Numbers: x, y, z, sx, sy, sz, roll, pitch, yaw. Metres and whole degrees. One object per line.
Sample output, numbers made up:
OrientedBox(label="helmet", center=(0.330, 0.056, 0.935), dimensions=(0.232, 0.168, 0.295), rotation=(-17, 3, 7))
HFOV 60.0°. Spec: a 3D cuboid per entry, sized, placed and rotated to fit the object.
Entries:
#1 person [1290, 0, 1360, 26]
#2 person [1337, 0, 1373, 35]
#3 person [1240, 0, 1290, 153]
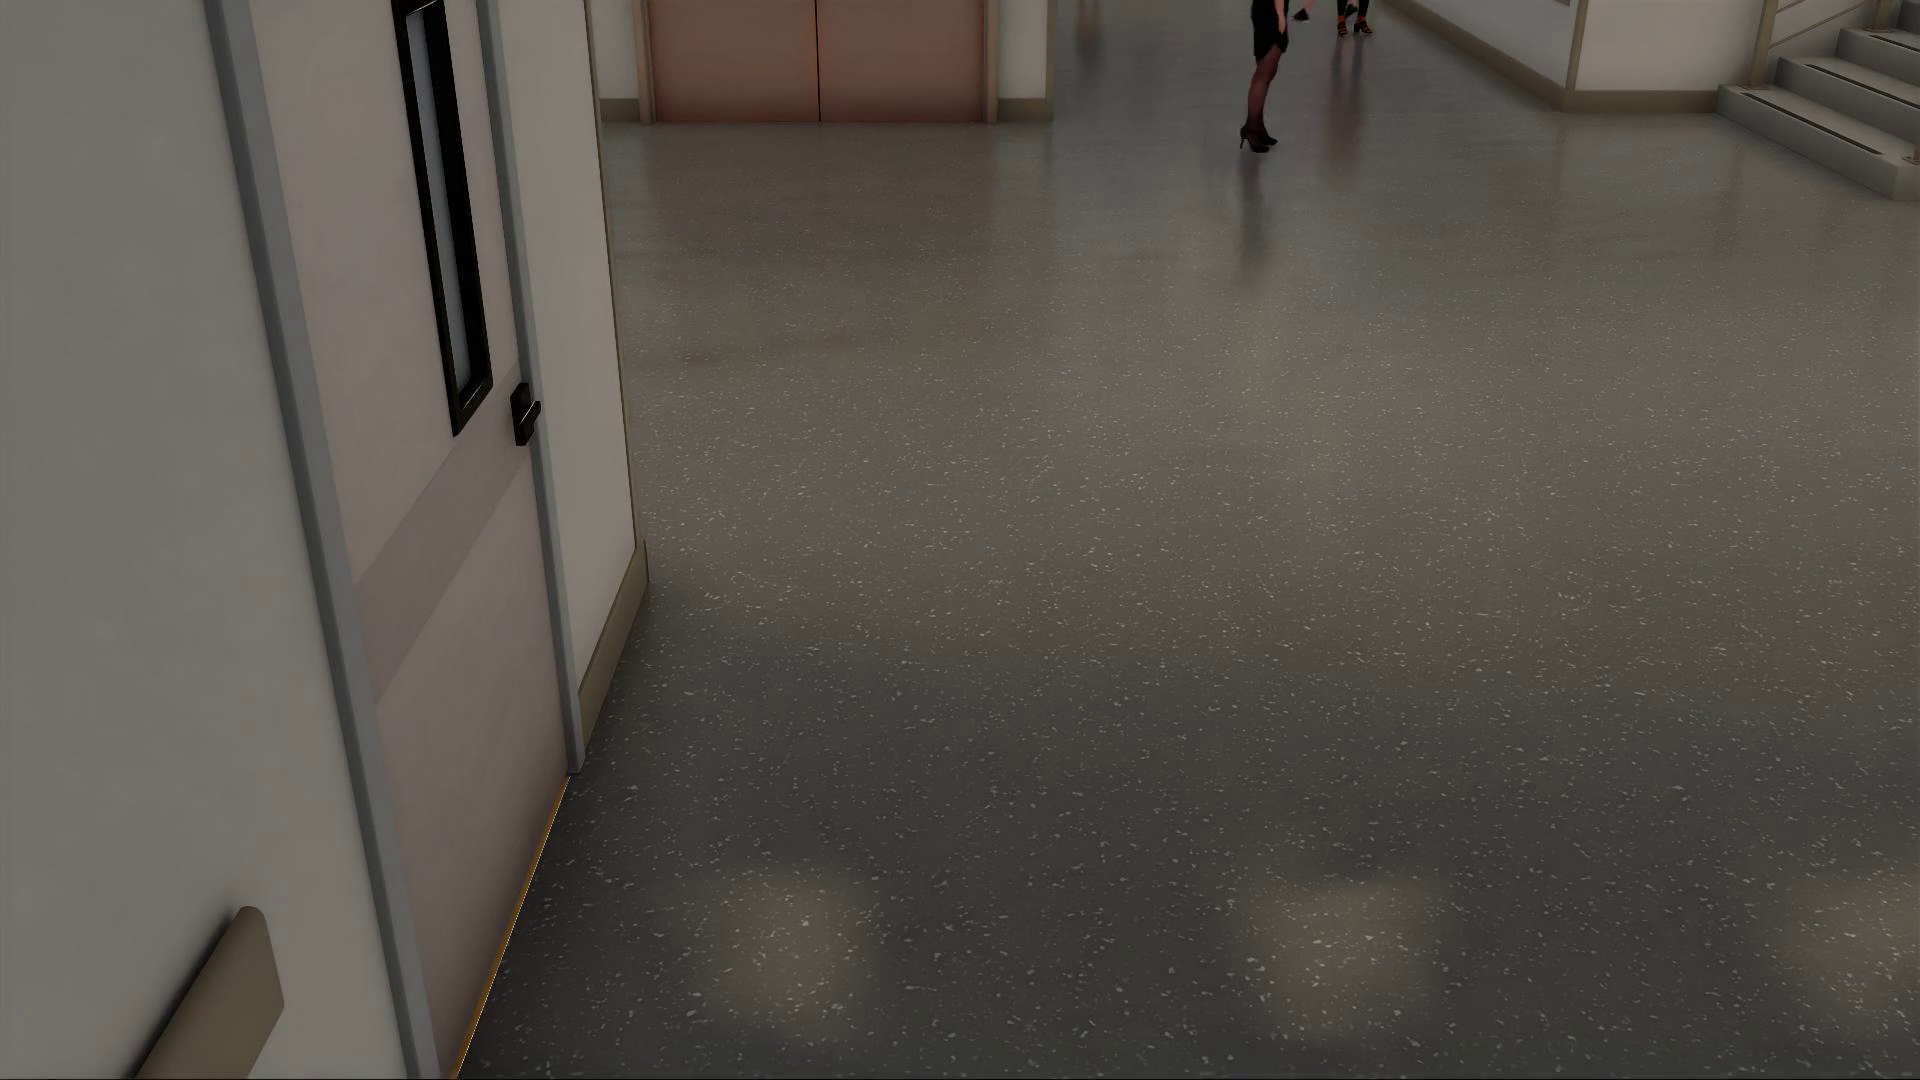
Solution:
OrientedBox(label="person", center=(3.561, -5.690, 15.566), dimensions=(1.195, 1.696, 1.008), rotation=(-18, 31, -33))
OrientedBox(label="person", center=(3.686, -5.500, 15.164), dimensions=(0.585, 1.702, 0.735), rotation=(-7, 27, -14))
OrientedBox(label="person", center=(2.012, -3.426, 10.853), dimensions=(0.526, 1.712, 0.600), rotation=(1, 26, 3))
